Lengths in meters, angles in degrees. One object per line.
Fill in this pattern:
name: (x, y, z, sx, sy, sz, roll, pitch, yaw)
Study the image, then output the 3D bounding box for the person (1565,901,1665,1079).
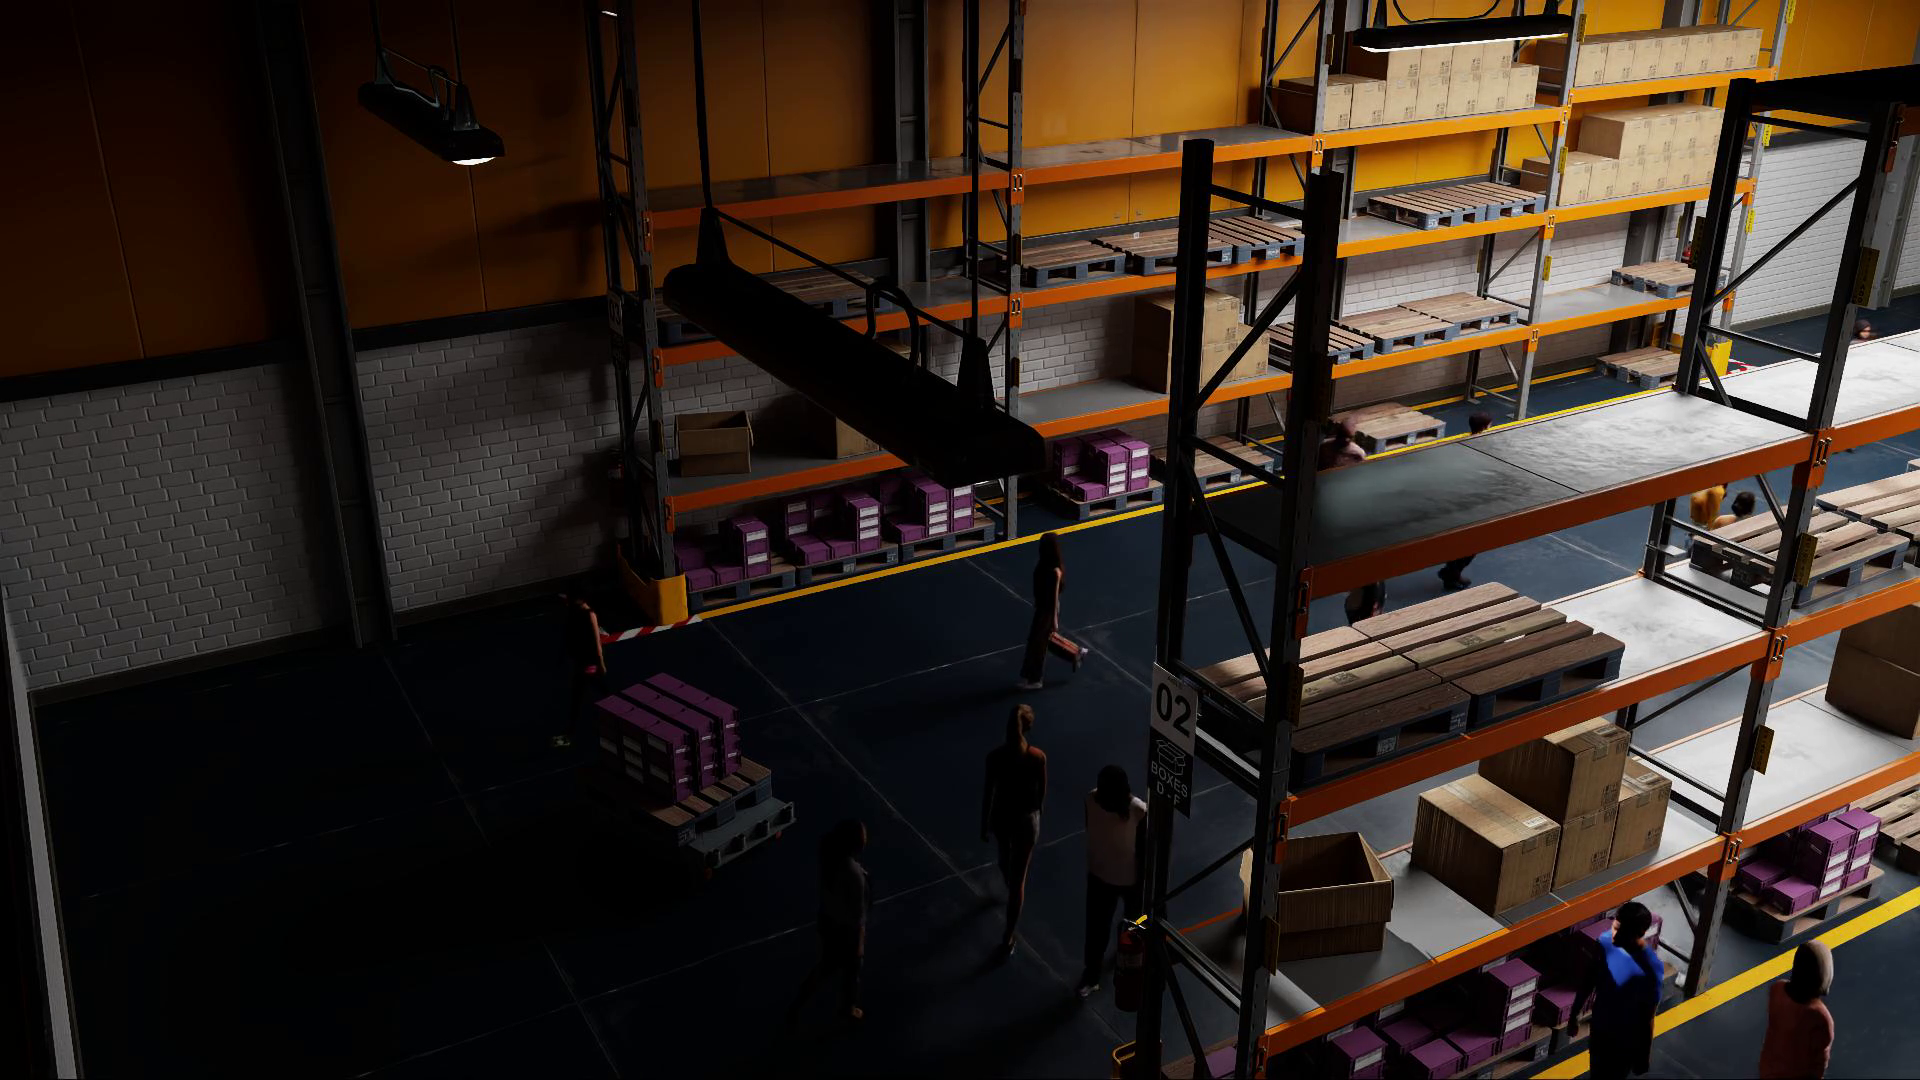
person: (3.904, 2.861, 9.691, 0.764, 1.846, 0.710, -8, 25, -17)

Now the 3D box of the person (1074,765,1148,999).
person: (1.110, 2.241, 11.373, 1.089, 1.634, 1.238, 9, 25, 20)

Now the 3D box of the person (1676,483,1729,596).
person: (7.406, -0.040, 16.469, 1.107, 1.732, 0.926, 0, 24, 1)

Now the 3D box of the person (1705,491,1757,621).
person: (7.179, 0.366, 15.514, 0.629, 1.753, 0.700, -19, 30, -36)

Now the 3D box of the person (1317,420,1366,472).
person: (3.938, -0.451, 17.347, 1.020, 1.782, 1.307, 20, 30, 38)

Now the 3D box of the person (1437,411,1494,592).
person: (5.099, -0.377, 16.997, 0.805, 1.927, 0.785, -6, 24, -13)

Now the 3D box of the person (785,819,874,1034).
person: (-0.828, 2.538, 10.676, 0.935, 1.649, 0.705, -19, 30, -36)

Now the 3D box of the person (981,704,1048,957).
person: (0.391, 2.047, 11.641, 1.214, 1.775, 1.160, 2, 24, 5)

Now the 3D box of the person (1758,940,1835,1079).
person: (4.622, 3.059, 9.419, 0.660, 1.702, 0.685, -6, 24, -14)

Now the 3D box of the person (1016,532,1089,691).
person: (0.858, 0.637, 15.151, 0.984, 1.547, 0.674, -8, 25, -17)

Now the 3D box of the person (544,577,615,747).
person: (-3.165, 1.008, 14.349, 1.028, 1.510, 0.594, -16, 28, -32)
